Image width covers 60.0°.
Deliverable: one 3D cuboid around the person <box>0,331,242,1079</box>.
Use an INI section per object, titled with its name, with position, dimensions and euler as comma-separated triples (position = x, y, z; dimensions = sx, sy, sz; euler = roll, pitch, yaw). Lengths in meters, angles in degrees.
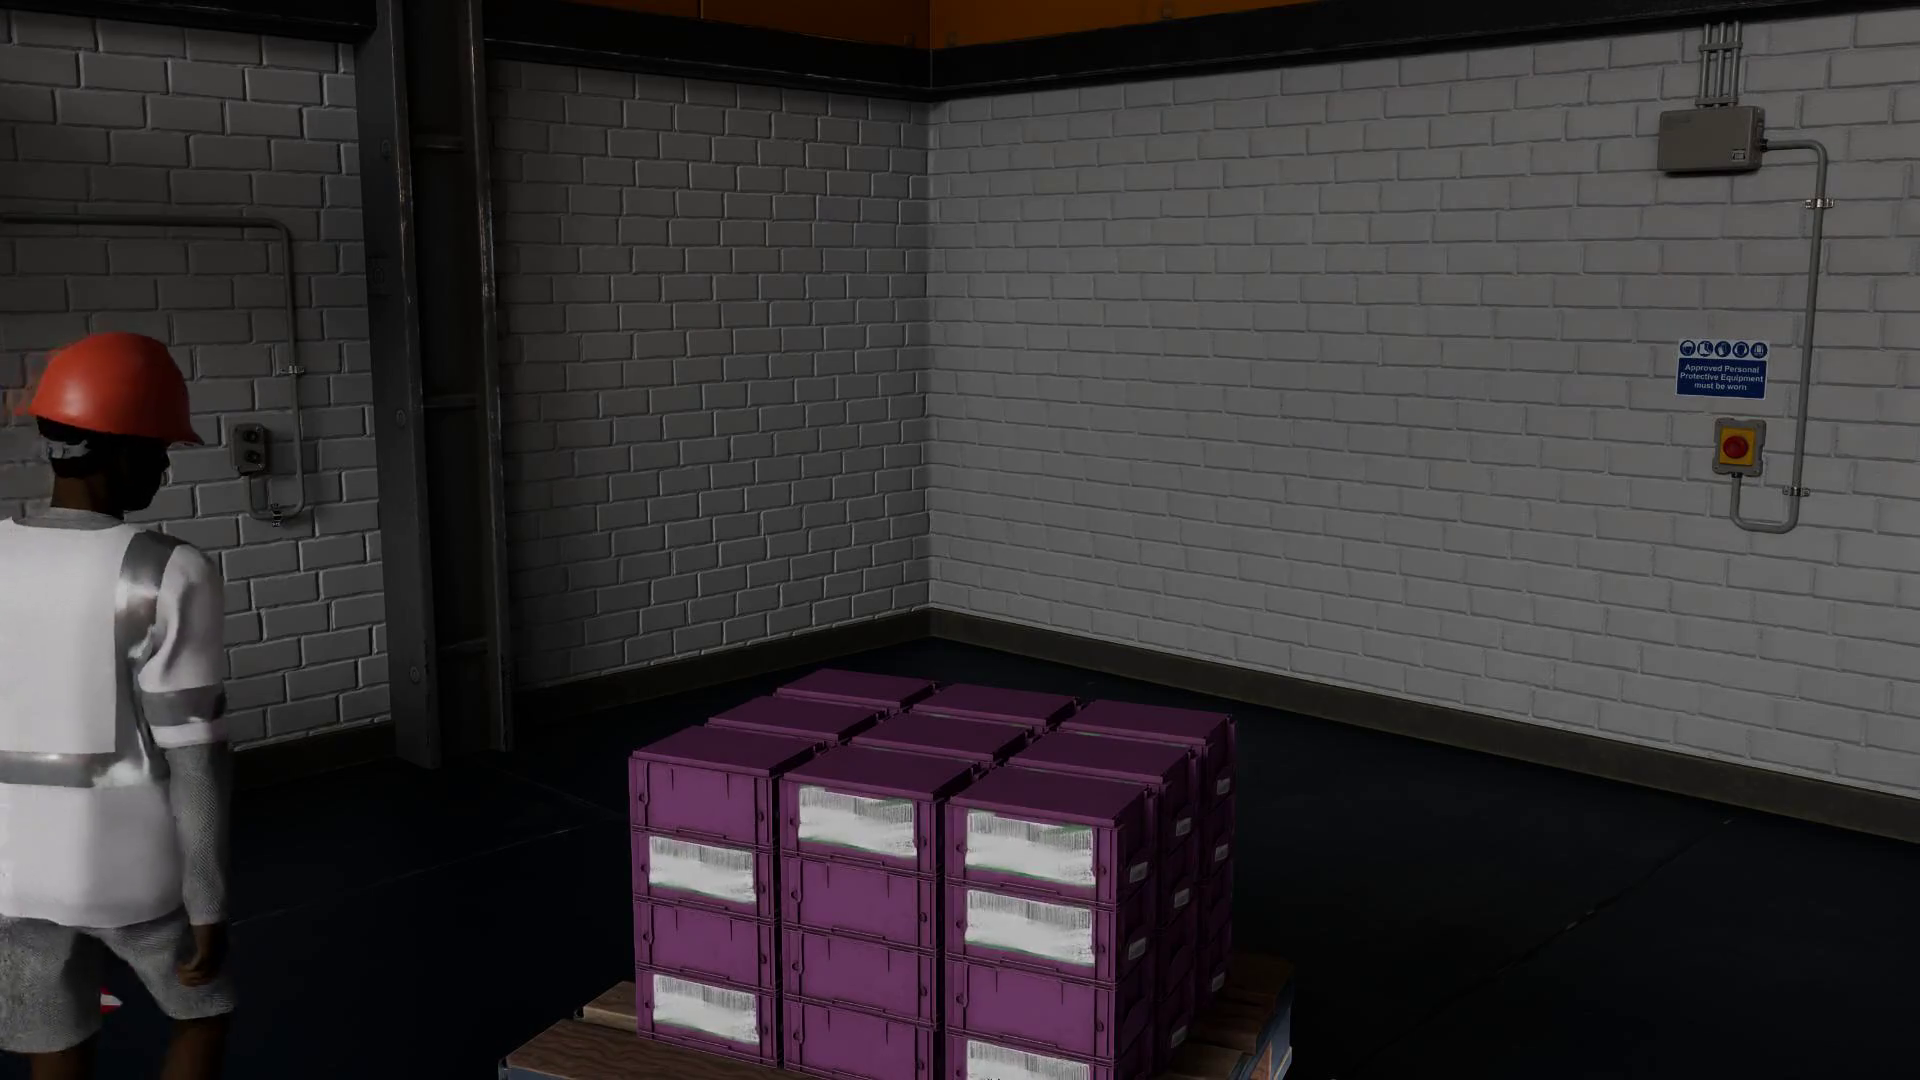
[person]
position = -1.566, 0.587, 3.024
dimensions = 0.587, 1.911, 0.409
euler = 0, 9, 0
